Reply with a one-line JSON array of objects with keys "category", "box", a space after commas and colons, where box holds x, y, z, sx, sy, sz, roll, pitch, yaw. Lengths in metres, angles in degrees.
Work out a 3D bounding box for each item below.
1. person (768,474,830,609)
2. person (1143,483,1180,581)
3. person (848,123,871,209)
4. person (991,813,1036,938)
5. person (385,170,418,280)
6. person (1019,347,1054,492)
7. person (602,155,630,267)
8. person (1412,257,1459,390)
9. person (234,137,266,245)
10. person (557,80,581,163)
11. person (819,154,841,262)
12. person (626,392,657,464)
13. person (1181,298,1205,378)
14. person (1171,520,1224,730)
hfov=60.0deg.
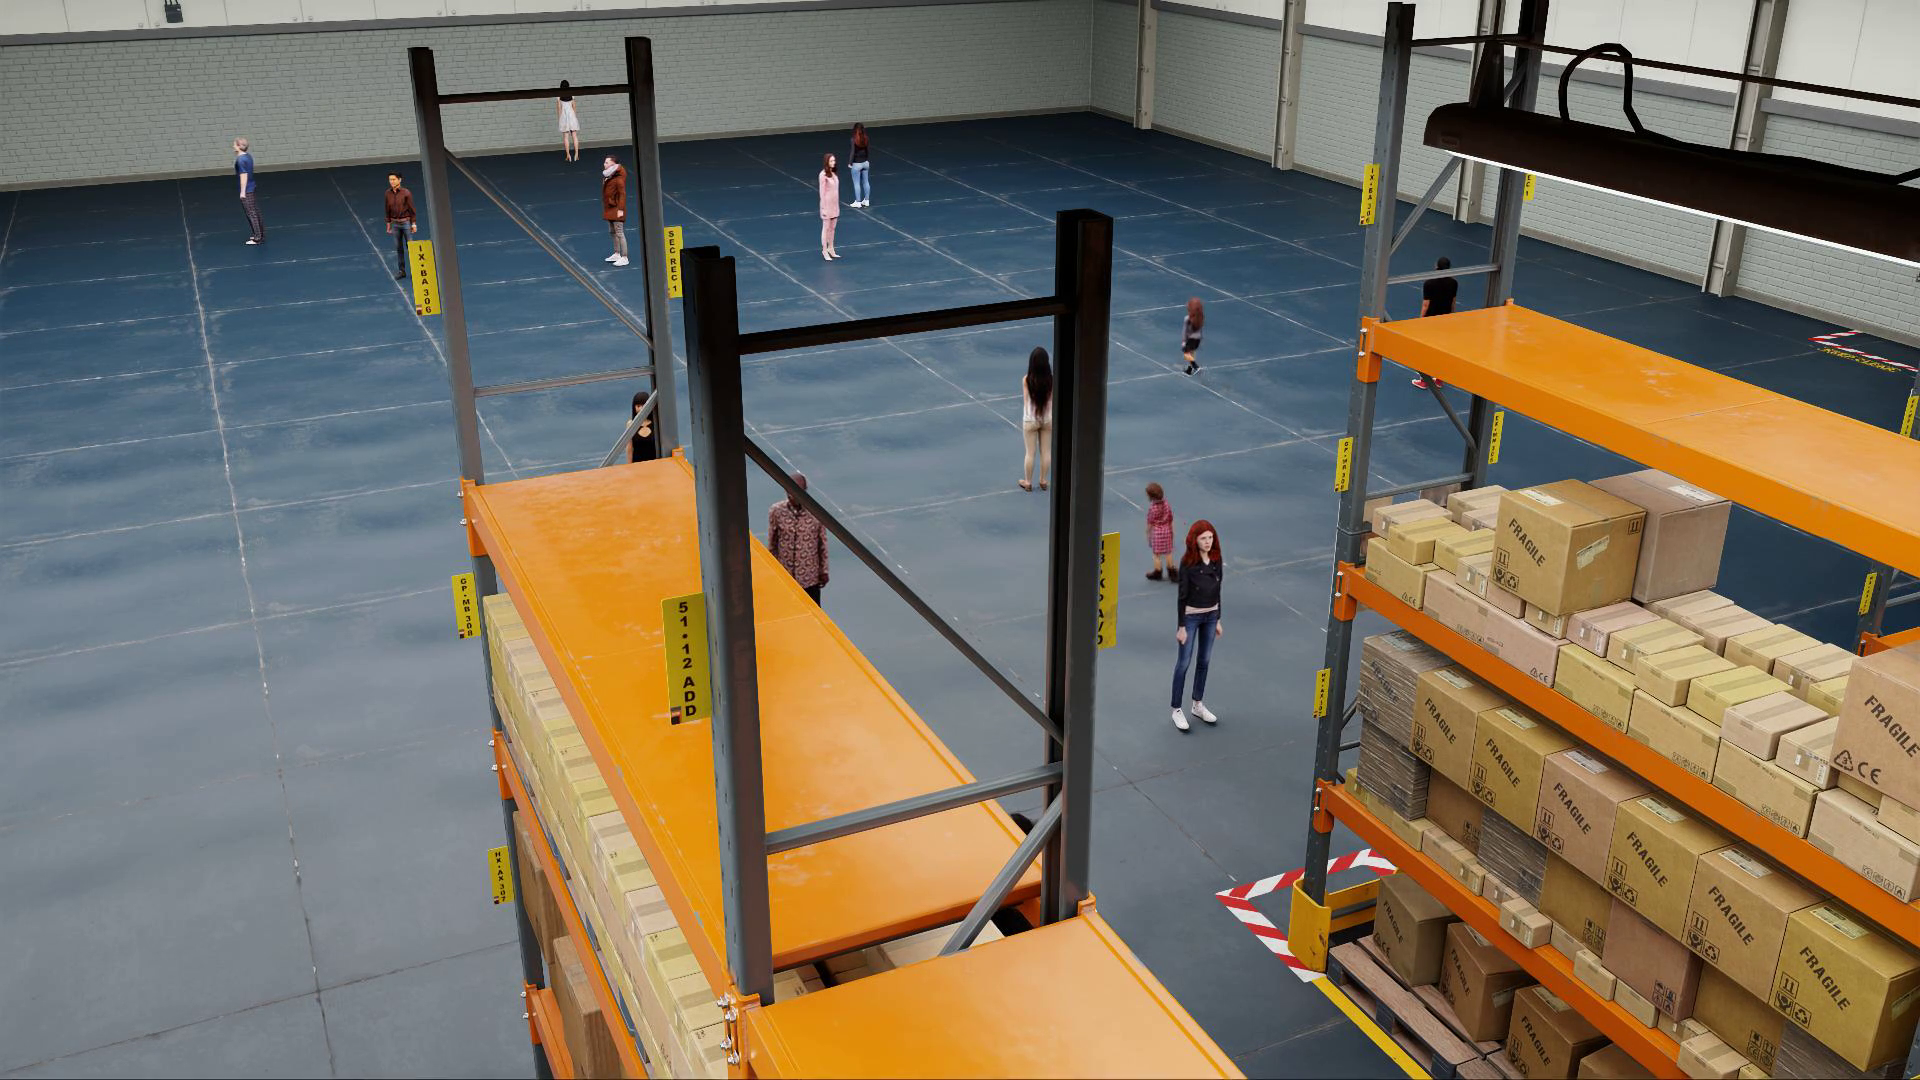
[{"category": "person", "box": [-1.404, 0.268, 14.466, 0.766, 1.808, 0.740, -1, 23, -1]}, {"category": "person", "box": [1.980, -0.076, 16.302, 0.544, 1.004, 0.446, -4, 23, -10]}, {"category": "person", "box": [-1.966, -7.375, 32.660, 0.699, 1.635, 0.665, -20, 30, -39]}, {"category": "person", "box": [0.347, 2.345, 9.790, 0.578, 1.645, 0.521, -12, 26, -26]}, {"category": "person", "box": [-9.166, -5.181, 27.317, 0.721, 1.779, 0.697, 2, 23, 4]}, {"category": "person", "box": [0.868, -1.329, 18.420, 0.622, 1.653, 0.568, -10, 25, -23]}, {"category": "person", "box": [-5.855, -5.610, 28.251, 0.816, 1.838, 0.697, -15, 27, -31]}, {"category": "person", "box": [6.271, -2.865, 21.899, 0.677, 1.757, 0.653, -5, 24, -12]}, {"category": "person", "box": [-12.714, -6.247, 29.706, 0.786, 1.871, 0.617, -2, 23, -4]}, {"category": "person", "box": [-8.767, -9.386, 37.213, 0.630, 1.775, 0.611, -10, 25, -22]}, {"category": "person", "box": [-2.252, -5.736, 28.594, 0.703, 1.802, 0.694, 14, 27, 30]}, {"category": "person", "box": [-3.199, -0.733, 17.022, 0.603, 1.650, 0.568, -3, 23, -7]}, {"category": "person", "box": [3.151, -2.711, 22.372, 0.527, 1.103, 0.636, -15, 27, -31]}, {"category": "person", "box": [1.938, 0.674, 13.538, 0.576, 1.787, 0.523, -11, 25, -24]}]
